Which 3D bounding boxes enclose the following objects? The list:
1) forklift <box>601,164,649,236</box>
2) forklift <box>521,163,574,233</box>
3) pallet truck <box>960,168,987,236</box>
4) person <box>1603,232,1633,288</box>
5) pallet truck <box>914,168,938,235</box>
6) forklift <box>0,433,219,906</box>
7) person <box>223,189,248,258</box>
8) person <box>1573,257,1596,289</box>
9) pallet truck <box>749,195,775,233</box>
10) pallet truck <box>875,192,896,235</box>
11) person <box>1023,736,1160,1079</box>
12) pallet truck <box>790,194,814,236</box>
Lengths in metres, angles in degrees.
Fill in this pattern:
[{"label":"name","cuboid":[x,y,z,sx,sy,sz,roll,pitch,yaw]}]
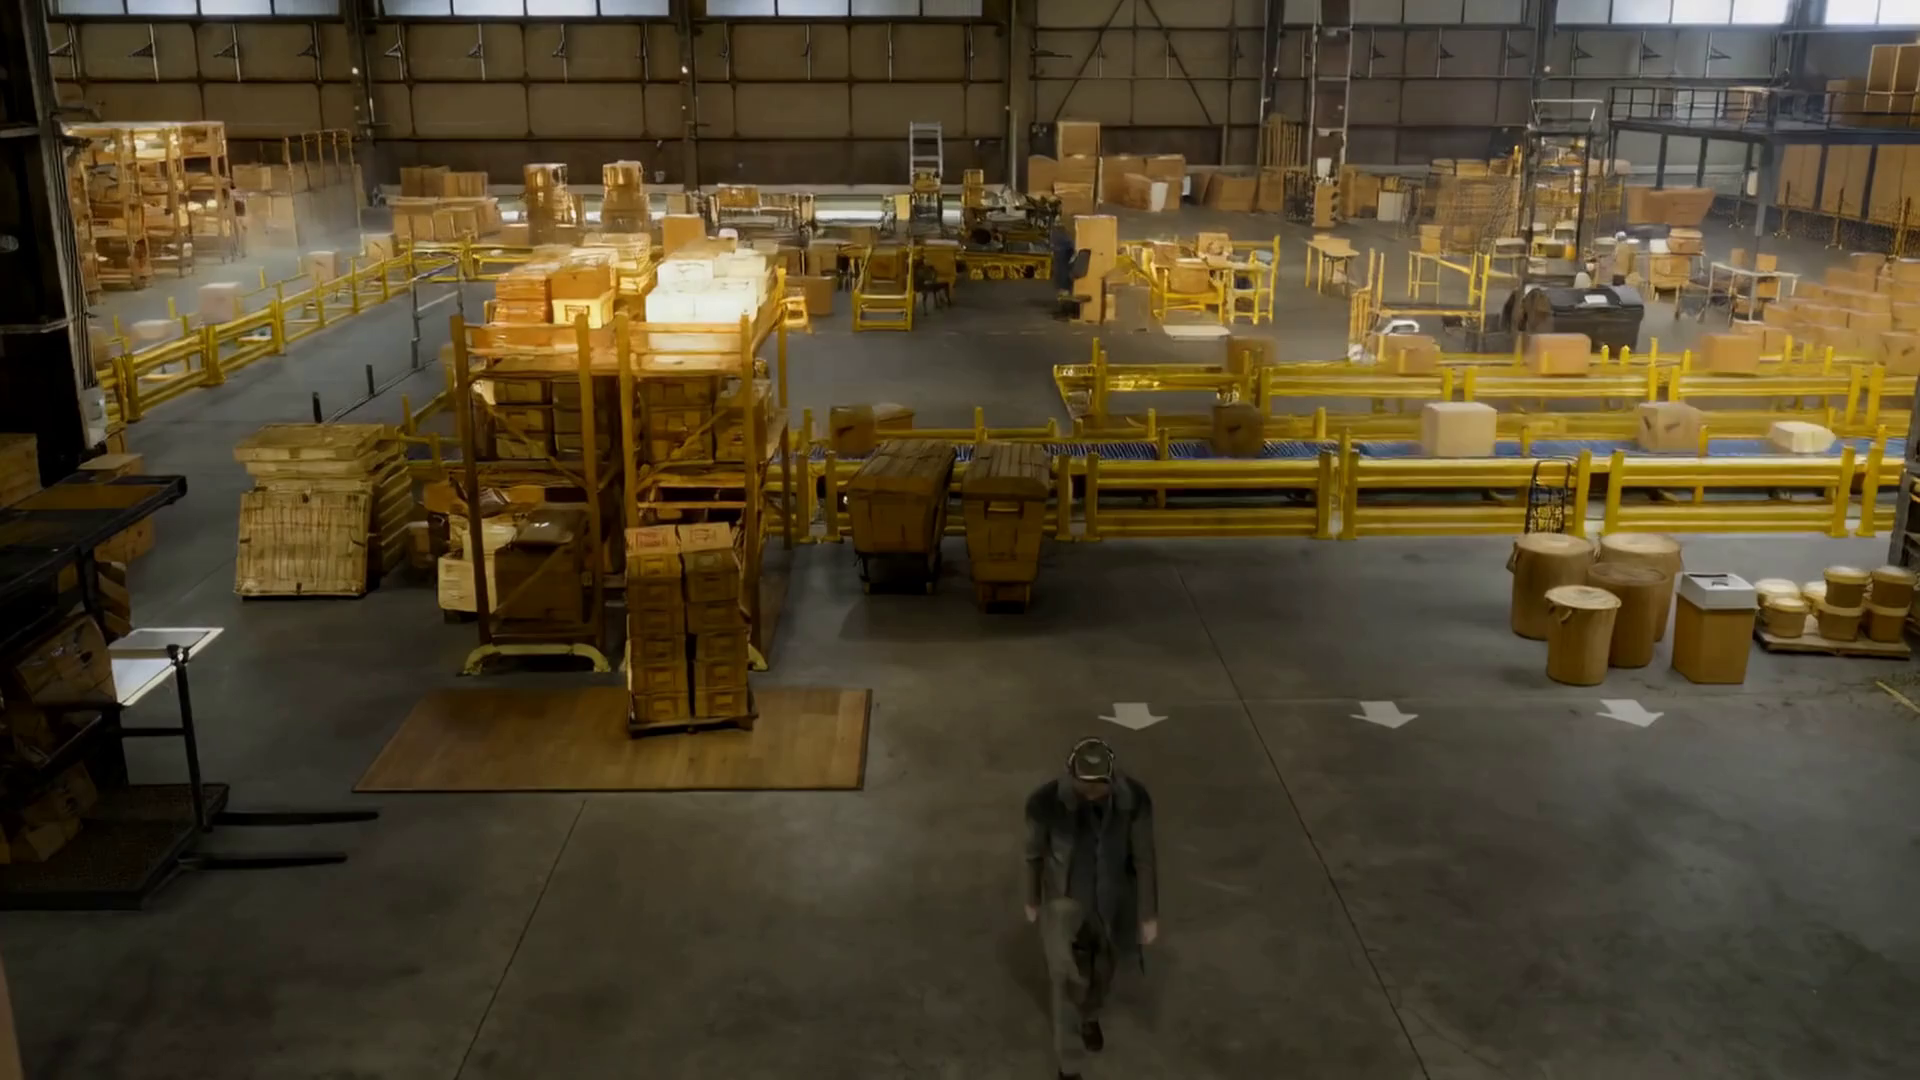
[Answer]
[{"label":"forklift","cuboid":[-9.948,-10.127,49.296,1.157,1.987,2.680,-1,16,-3]},{"label":"forklift","cuboid":[-12.233,-10.122,49.298,1.157,1.987,2.680,0,16,-1]},{"label":"pallet truck","cuboid":[0.383,-10.230,50.206,0.823,1.965,1.885,-1,16,-3]},{"label":"person","cuboid":[13.454,-5.391,33.906,0.532,1.741,0.879,-3,16,-12]},{"label":"pallet truck","cuboid":[-0.989,-10.316,50.507,0.823,1.965,1.885,1,16,3]},{"label":"forklift","cuboid":[-5.952,0.780,10.366,1.873,2.768,1.129,0,16,-1]},{"label":"person","cuboid":[-19.267,-8.416,44.229,0.605,1.813,0.687,-11,19,-33]},{"label":"person","cuboid":[10.669,-3.942,28.638,0.487,1.840,0.521,-2,16,-8]},{"label":"pallet truck","cuboid":[-6.051,-9.967,50.660,0.680,1.201,1.601,0,16,-1]},{"label":"pallet truck","cuboid":[-2.277,-9.986,50.594,0.653,1.274,1.630,0,16,-1]},{"label":"person","cuboid":[0.674,1.869,8.396,0.648,1.862,0.911,-3,16,-9]},{"label":"pallet truck","cuboid":[-4.814,-9.883,50.259,0.704,1.261,1.522,-1,16,-3]}]
